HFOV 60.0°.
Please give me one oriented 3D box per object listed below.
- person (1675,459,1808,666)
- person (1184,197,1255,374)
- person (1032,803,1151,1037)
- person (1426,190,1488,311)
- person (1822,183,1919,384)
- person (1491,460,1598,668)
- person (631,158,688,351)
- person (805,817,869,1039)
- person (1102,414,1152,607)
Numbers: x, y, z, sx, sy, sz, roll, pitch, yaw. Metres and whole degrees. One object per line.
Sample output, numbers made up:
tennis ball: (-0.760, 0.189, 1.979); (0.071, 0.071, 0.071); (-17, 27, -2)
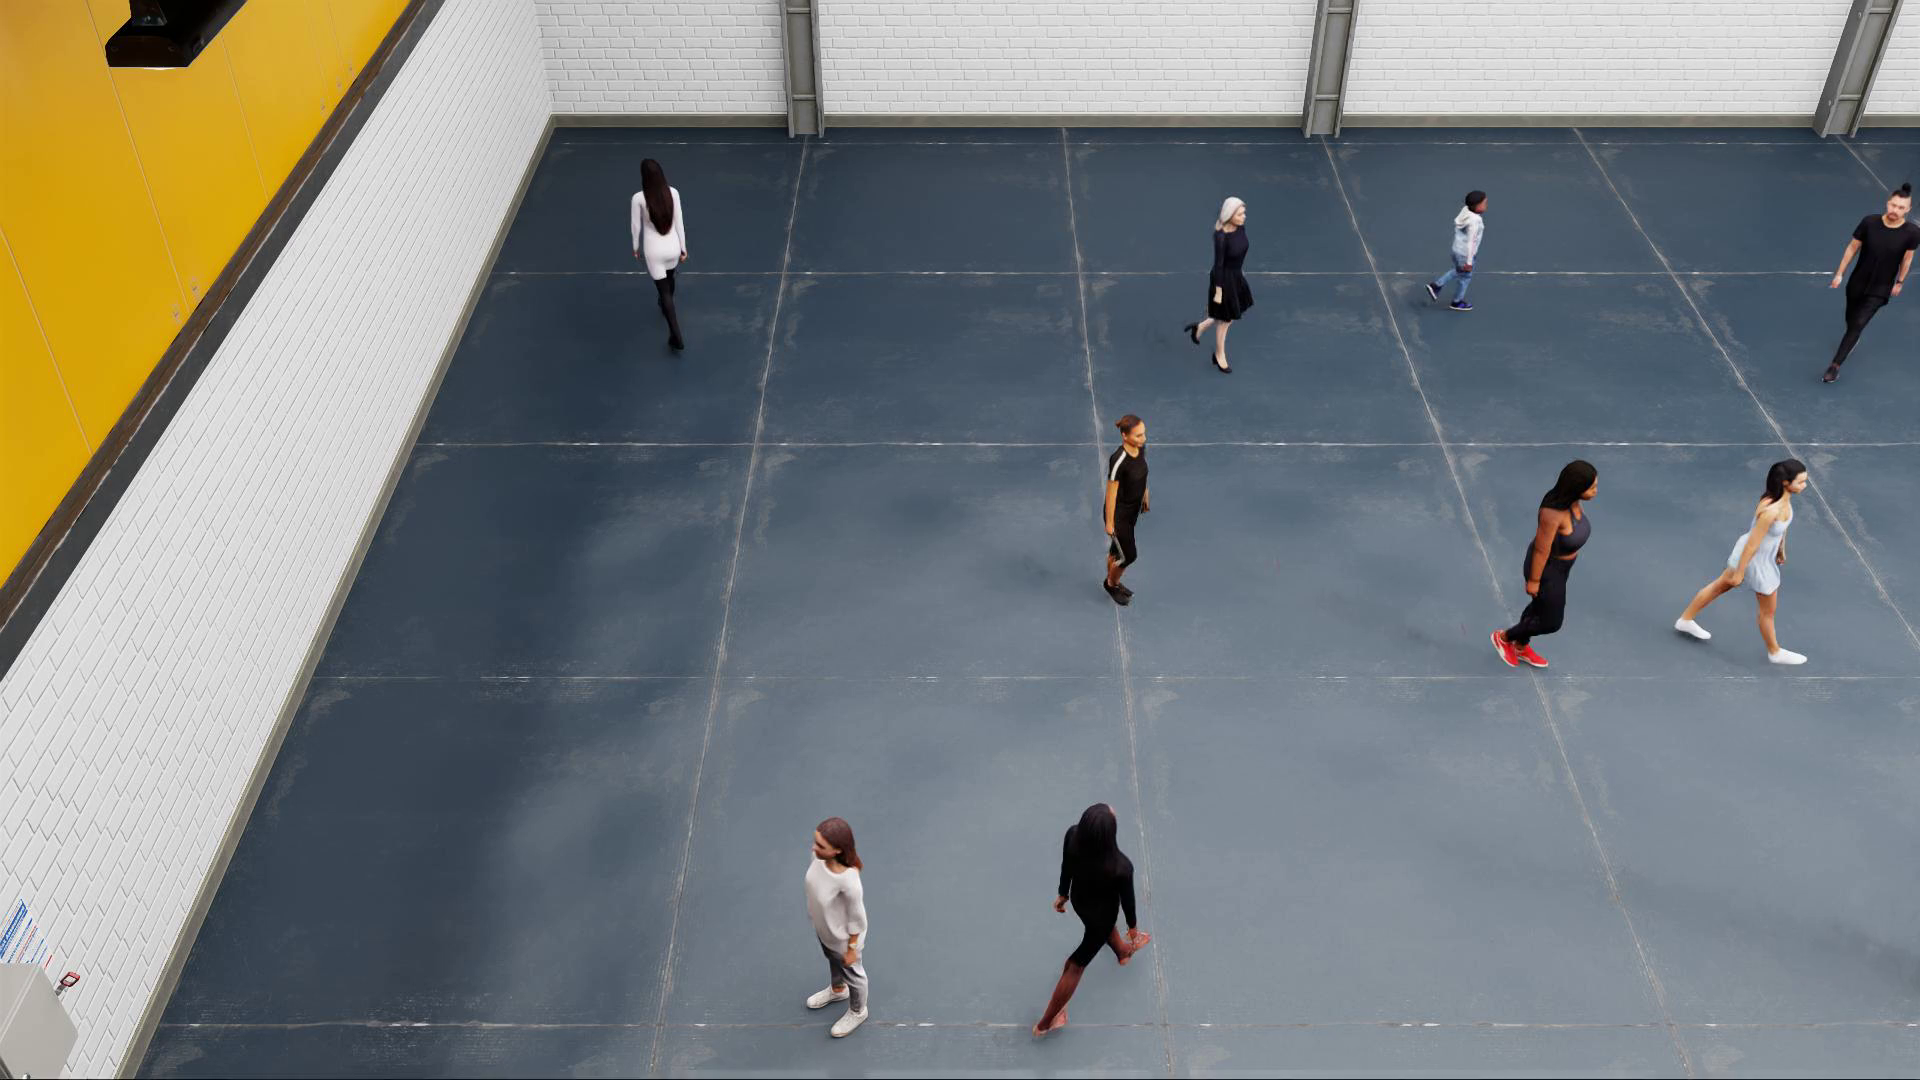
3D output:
person: (5.628, 0.111, 11.981); (1.207, 1.681, 1.003); (22, 43, 25)
person: (2.331, -2.312, 14.976); (0.949, 1.729, 0.861); (24, 45, 27)
person: (0.702, 2.167, 9.418); (1.252, 1.666, 1.153); (-29, 47, -31)
person: (4.783, -2.781, 15.950); (0.683, 1.247, 0.499); (-2, 39, -2)
person: (8.218, -2.374, 14.978); (1.214, 1.823, 1.223); (28, 46, 30)
person: (4.092, 0.170, 11.810); (0.888, 1.801, 0.847); (24, 44, 27)
person: (-2.728, -2.589, 15.301); (1.205, 1.756, 1.041); (-17, 42, -20)
person: (-0.686, 2.160, 9.411); (0.712, 1.686, 0.685); (-23, 44, -26)
person: (1.156, -0.259, 12.461); (0.729, 1.660, 0.695); (23, 44, 26)
